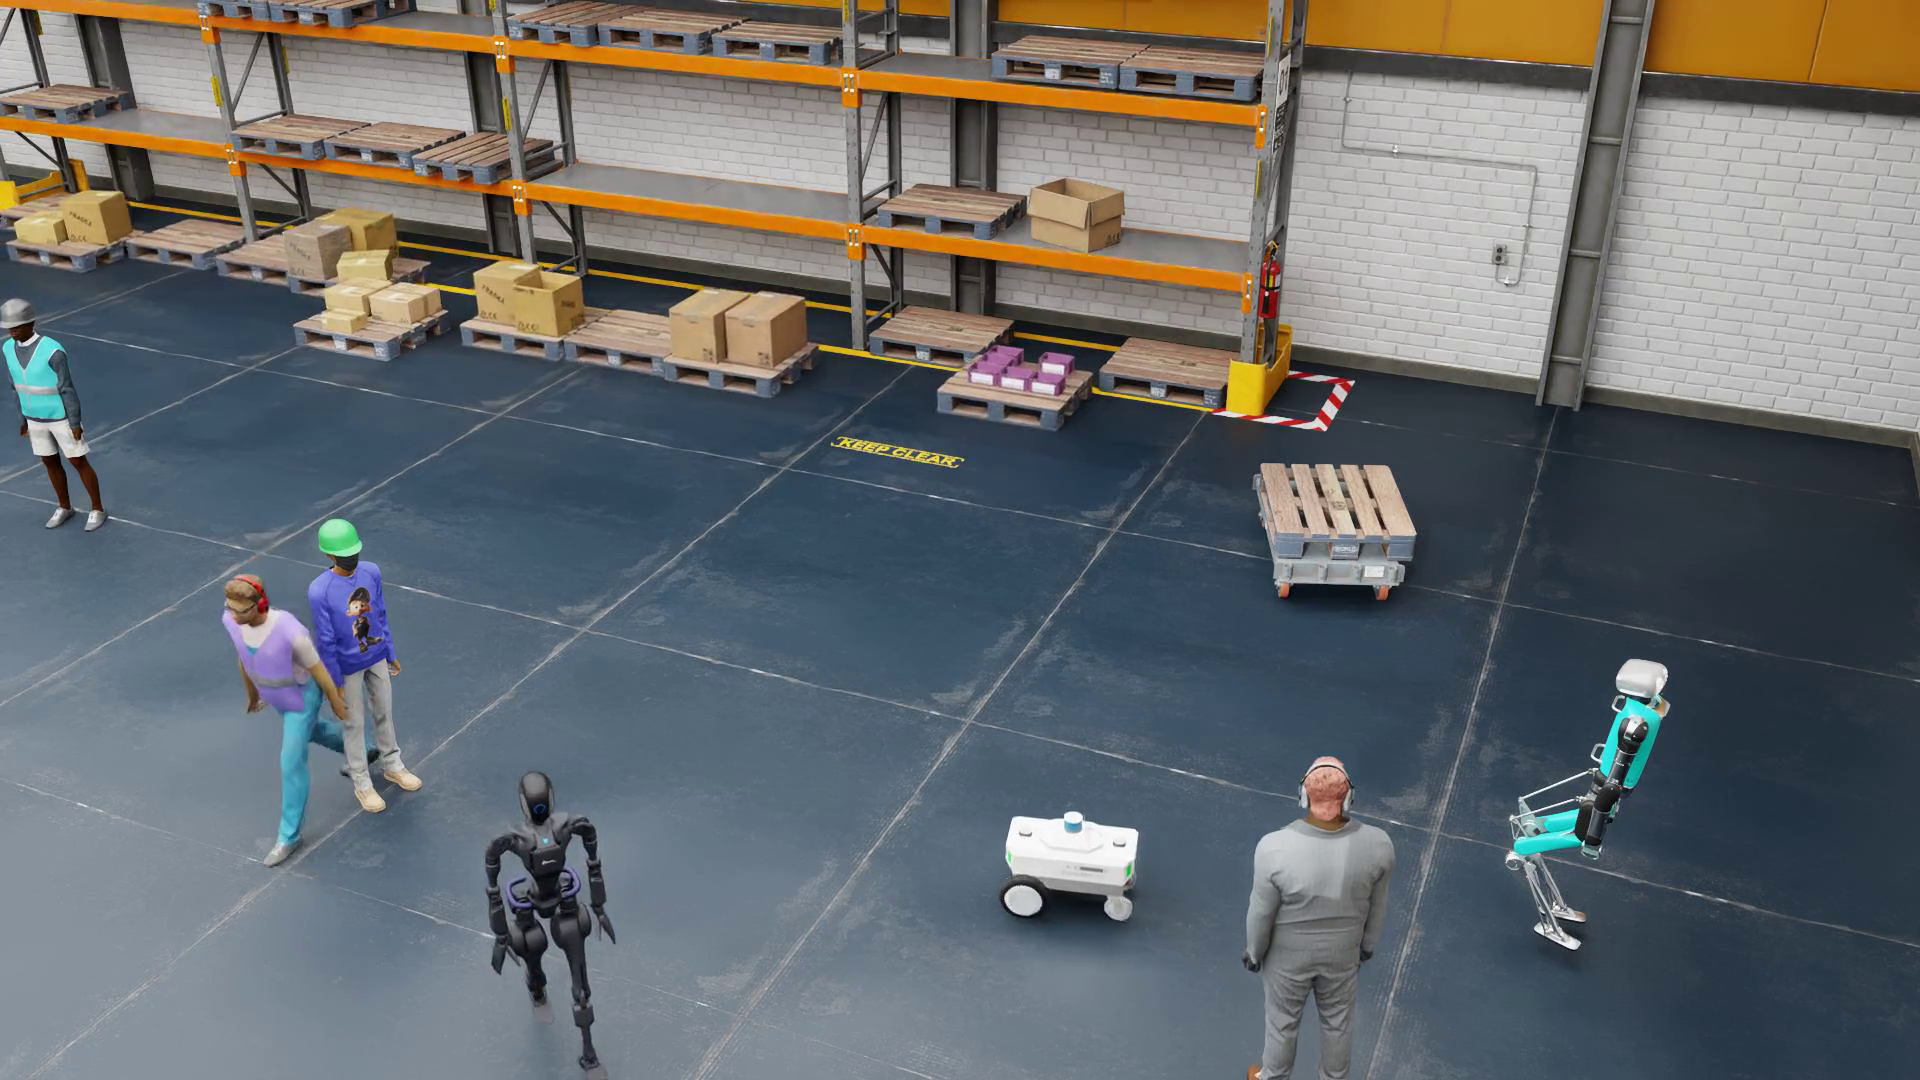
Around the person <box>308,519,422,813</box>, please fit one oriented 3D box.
[{"bbox_3d":[-3.521,0.719,9.793,0.342,1.873,0.462,19,33,32],"label":"person"}]

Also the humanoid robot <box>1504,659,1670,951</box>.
[{"bbox_3d":[3.162,1.320,8.625,0.735,1.677,0.533,15,31,27],"label":"humanoid robot"}]

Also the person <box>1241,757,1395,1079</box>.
[{"bbox_3d":[1.604,1.826,7.616,0.641,1.901,0.404,-2,27,-4],"label":"person"}]

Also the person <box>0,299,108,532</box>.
[{"bbox_3d":[-7.125,-0.984,13.034,0.554,1.931,0.454,4,28,9],"label":"person"}]

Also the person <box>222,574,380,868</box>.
[{"bbox_3d":[-3.810,0.877,9.589,0.613,1.784,0.989,15,31,26],"label":"person"}]

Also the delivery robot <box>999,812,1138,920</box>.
[{"bbox_3d":[0.598,1.777,9.191,0.814,0.610,0.499,5,28,9],"label":"delivery robot"}]

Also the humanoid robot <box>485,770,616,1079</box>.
[{"bbox_3d":[-1.978,1.798,7.968,0.588,1.623,0.794,-14,30,-25],"label":"humanoid robot"}]
